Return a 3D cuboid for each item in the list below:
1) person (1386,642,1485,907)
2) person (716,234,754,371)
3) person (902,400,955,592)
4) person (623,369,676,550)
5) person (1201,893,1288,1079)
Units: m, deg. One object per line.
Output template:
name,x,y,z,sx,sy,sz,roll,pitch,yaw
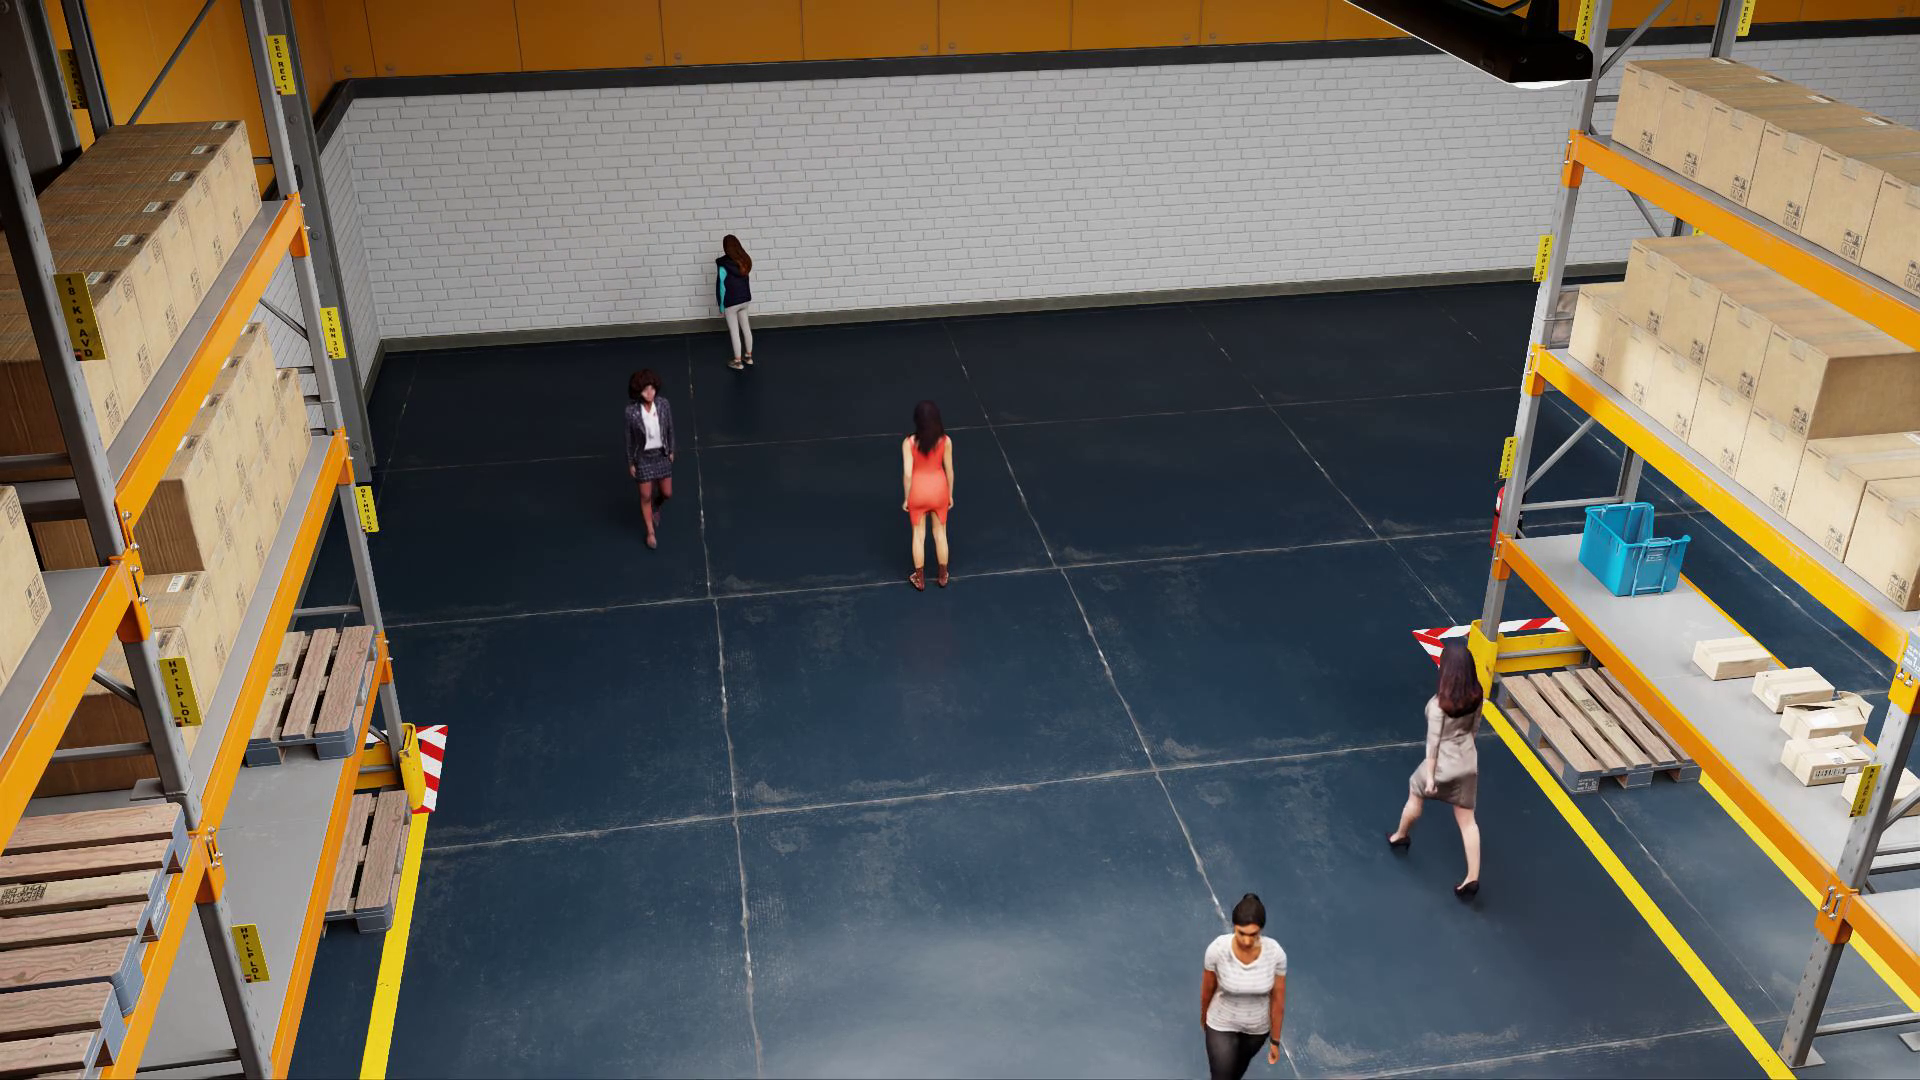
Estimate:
person,3.124,1.492,10.456,0.739,1.699,1.103,-10,30,-18
person,-2.453,-2.616,18.197,0.731,1.500,0.682,24,37,36
person,-0.264,-0.369,13.843,0.582,1.723,0.520,-6,29,-10
person,-2.738,-0.739,14.562,0.692,1.684,0.781,-10,30,-18
person,1.464,2.473,8.751,0.669,1.610,0.979,0,29,-1
